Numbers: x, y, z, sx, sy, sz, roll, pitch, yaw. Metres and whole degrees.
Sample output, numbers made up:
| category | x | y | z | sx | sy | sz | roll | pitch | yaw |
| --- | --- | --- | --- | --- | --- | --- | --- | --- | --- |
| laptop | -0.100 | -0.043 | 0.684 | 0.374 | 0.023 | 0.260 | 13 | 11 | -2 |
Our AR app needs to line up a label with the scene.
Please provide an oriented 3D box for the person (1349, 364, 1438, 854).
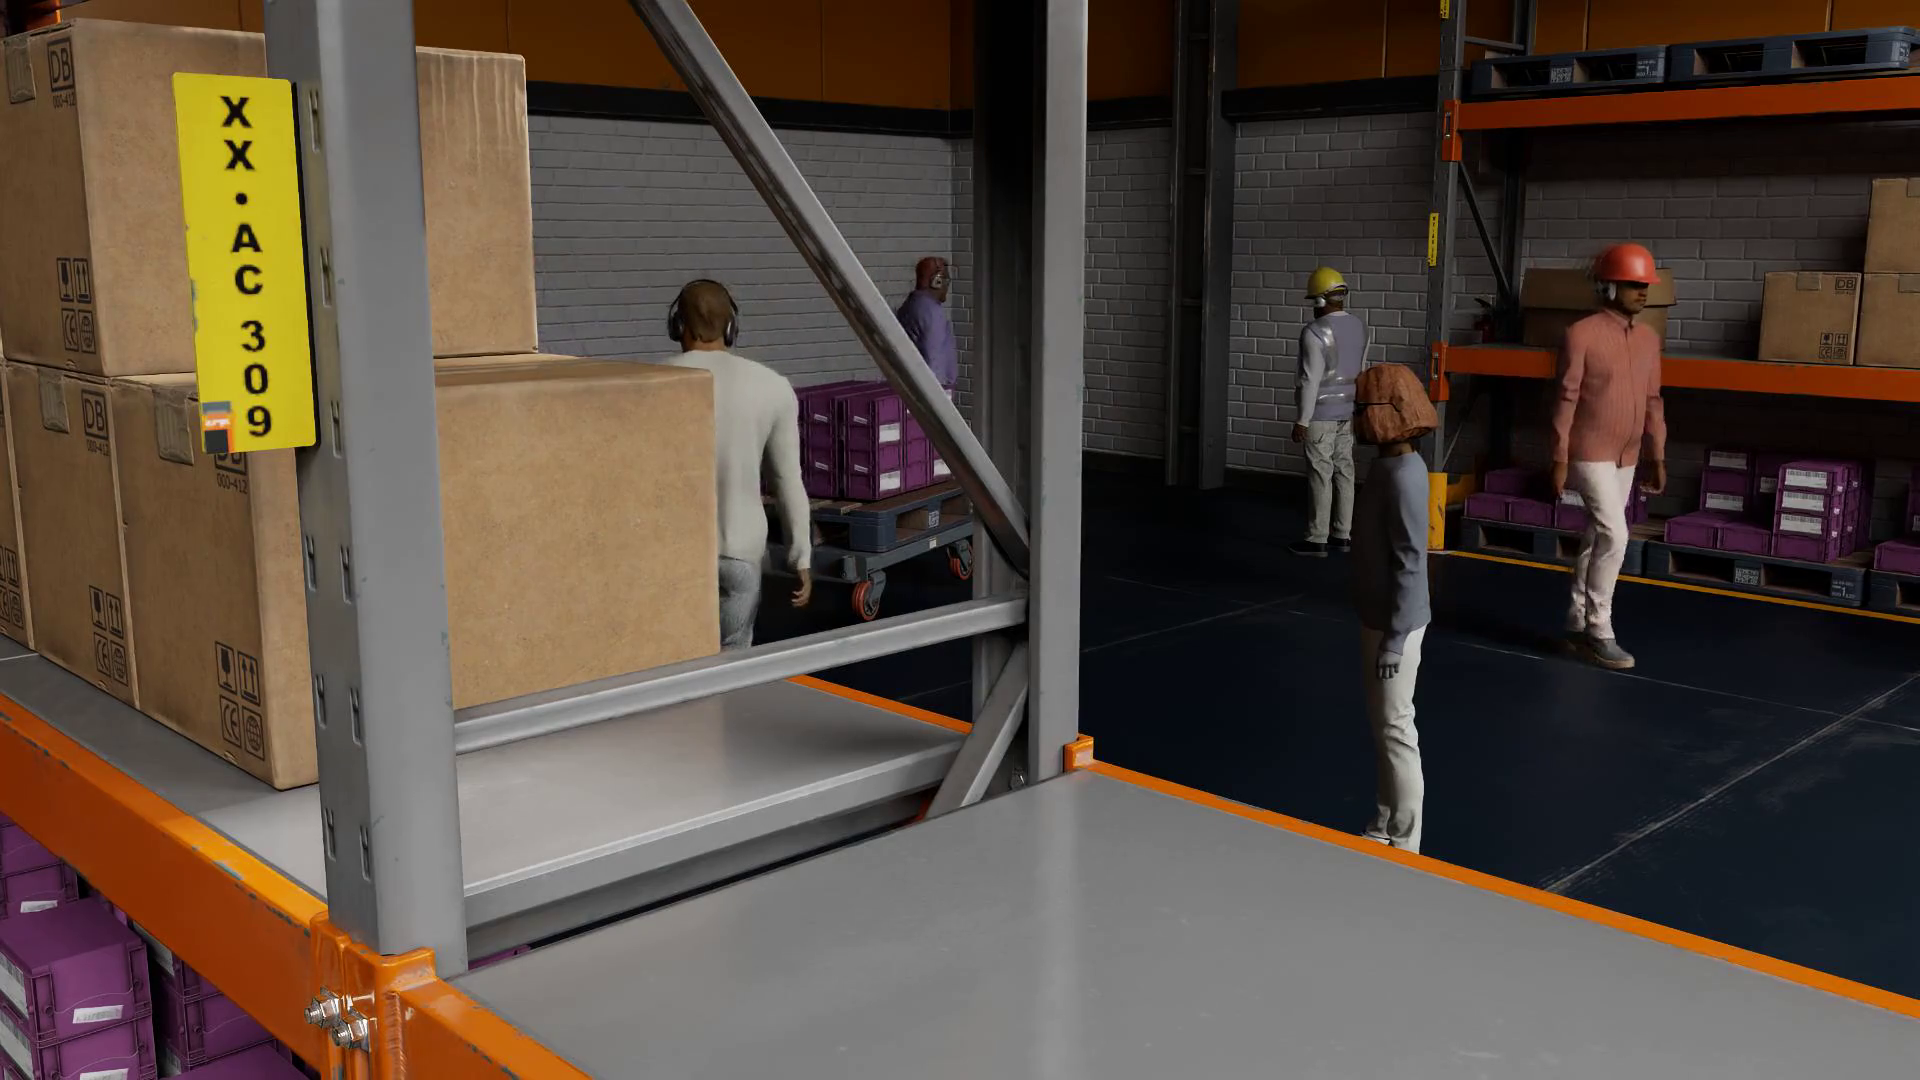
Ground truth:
| category | x | y | z | sx | sy | sz | roll | pitch | yaw |
| --- | --- | --- | --- | --- | --- | --- | --- | --- | --- |
| person | 1.322 | 0.270 | 5.180 | 0.266 | 1.631 | 0.507 | 1 | 10 | 7 |

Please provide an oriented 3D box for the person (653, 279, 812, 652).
| category | x | y | z | sx | sy | sz | roll | pitch | yaw |
| --- | --- | --- | --- | --- | --- | --- | --- | --- | --- |
| person | -0.885 | 0.053 | 5.735 | 0.701 | 1.873 | 1.058 | -3 | 11 | -16 |

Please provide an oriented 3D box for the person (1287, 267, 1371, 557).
| category | x | y | z | sx | sy | sz | roll | pitch | yaw |
| --- | --- | --- | --- | --- | --- | --- | --- | --- | --- |
| person | 2.312 | -0.803 | 10.523 | 0.589 | 1.822 | 0.403 | -9 | 14 | -40 |

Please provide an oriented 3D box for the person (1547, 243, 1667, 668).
| category | x | y | z | sx | sy | sz | roll | pitch | yaw |
| --- | --- | --- | --- | --- | --- | --- | --- | --- | --- |
| person | 3.117 | -0.382 | 7.788 | 0.646 | 1.976 | 0.647 | -6 | 12 | -31 |

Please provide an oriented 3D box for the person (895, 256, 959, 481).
| category | x | y | z | sx | sy | sz | roll | pitch | yaw |
| --- | --- | --- | --- | --- | --- | --- | --- | --- | --- |
| person | -0.199 | -0.895 | 10.849 | 0.431 | 1.881 | 0.669 | -4 | 11 | -22 |
